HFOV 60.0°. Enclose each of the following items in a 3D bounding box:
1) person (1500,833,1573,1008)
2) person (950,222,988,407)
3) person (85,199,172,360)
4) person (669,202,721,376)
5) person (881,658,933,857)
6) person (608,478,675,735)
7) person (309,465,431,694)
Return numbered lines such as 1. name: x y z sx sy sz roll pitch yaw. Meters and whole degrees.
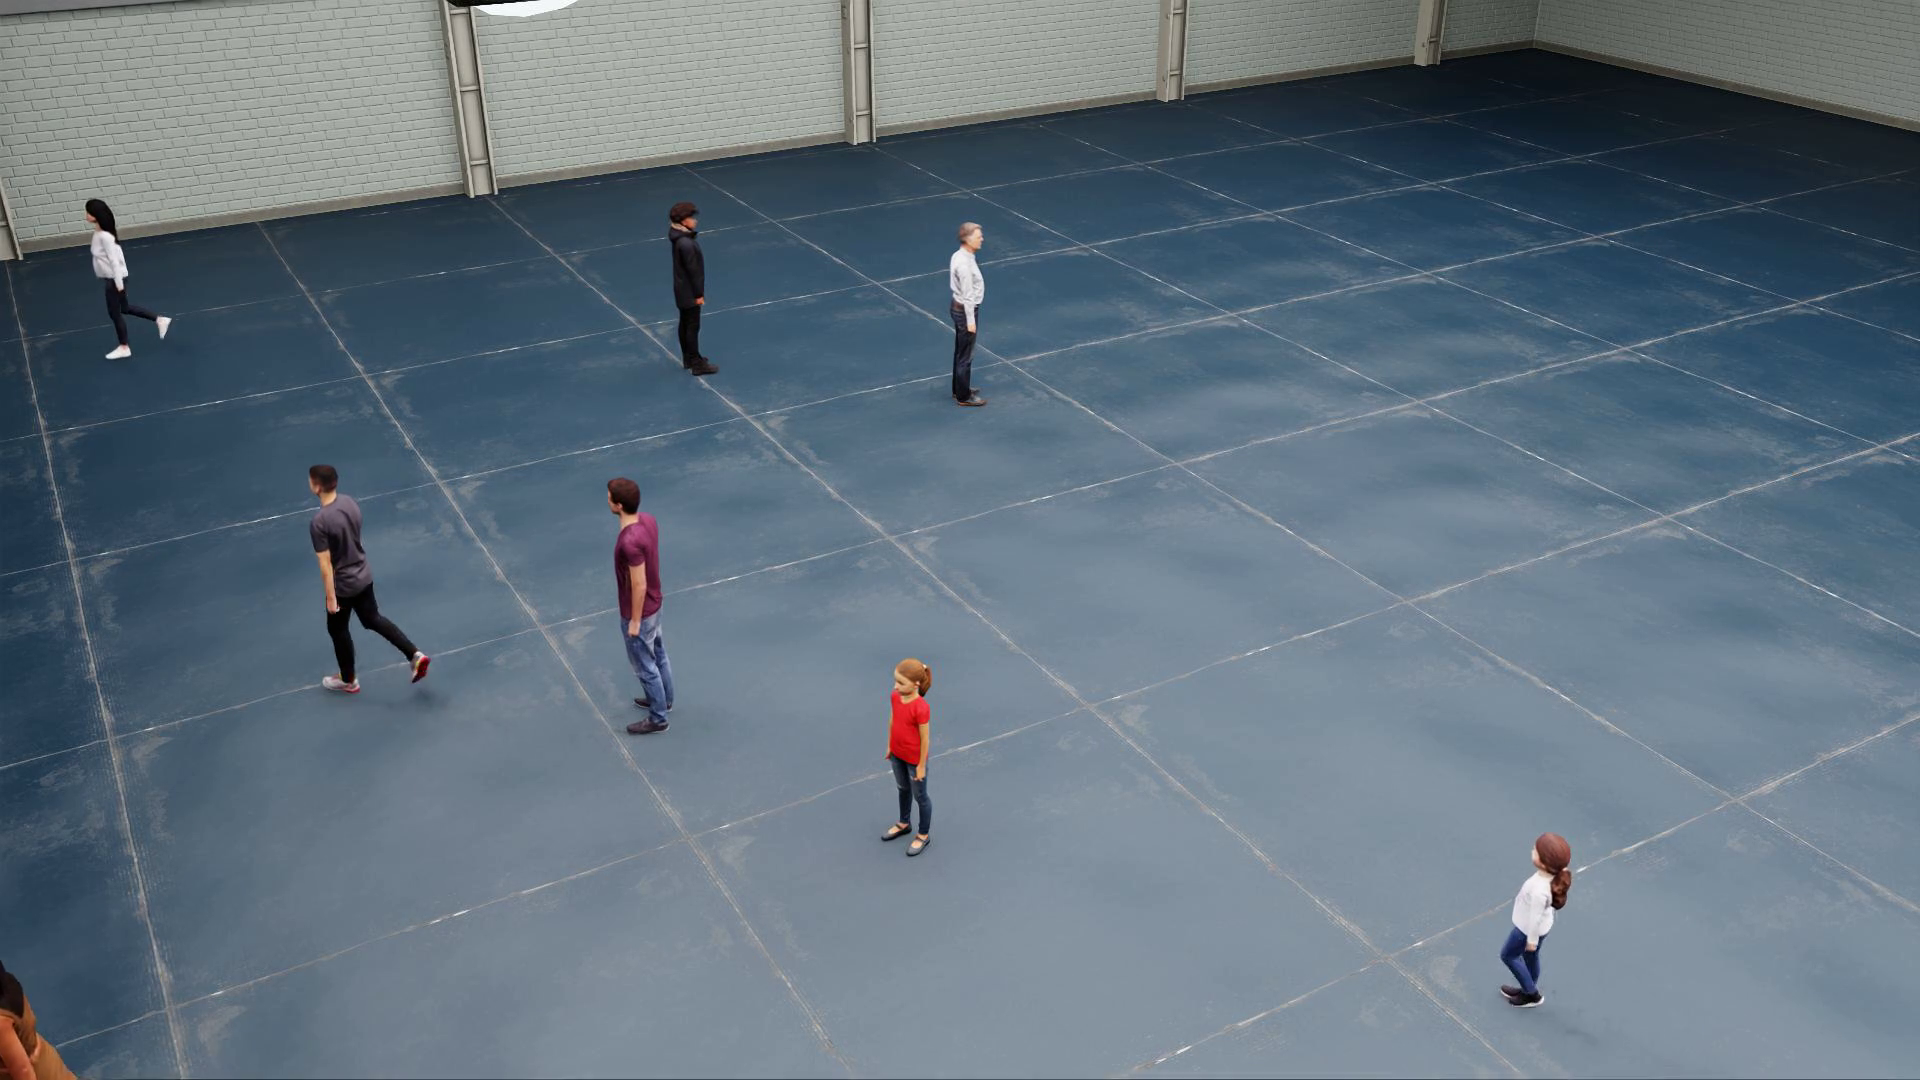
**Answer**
1. person: 3.088 2.037 8.798 0.582 1.103 0.509 18 32 31
2. person: 0.054 -2.231 16.306 0.700 1.817 0.724 -4 27 -7
3. person: -8.781 -2.757 17.475 0.968 1.682 0.670 -18 32 -31
4. person: -2.785 -2.575 17.017 0.607 1.777 0.631 -12 30 -22
5. person: -0.296 1.283 10.036 0.556 1.311 0.524 -24 35 -38
6. person: -2.128 0.429 11.106 0.726 1.849 0.737 0 27 1
7. person: -4.135 0.313 11.449 1.119 1.741 1.055 7 28 13
